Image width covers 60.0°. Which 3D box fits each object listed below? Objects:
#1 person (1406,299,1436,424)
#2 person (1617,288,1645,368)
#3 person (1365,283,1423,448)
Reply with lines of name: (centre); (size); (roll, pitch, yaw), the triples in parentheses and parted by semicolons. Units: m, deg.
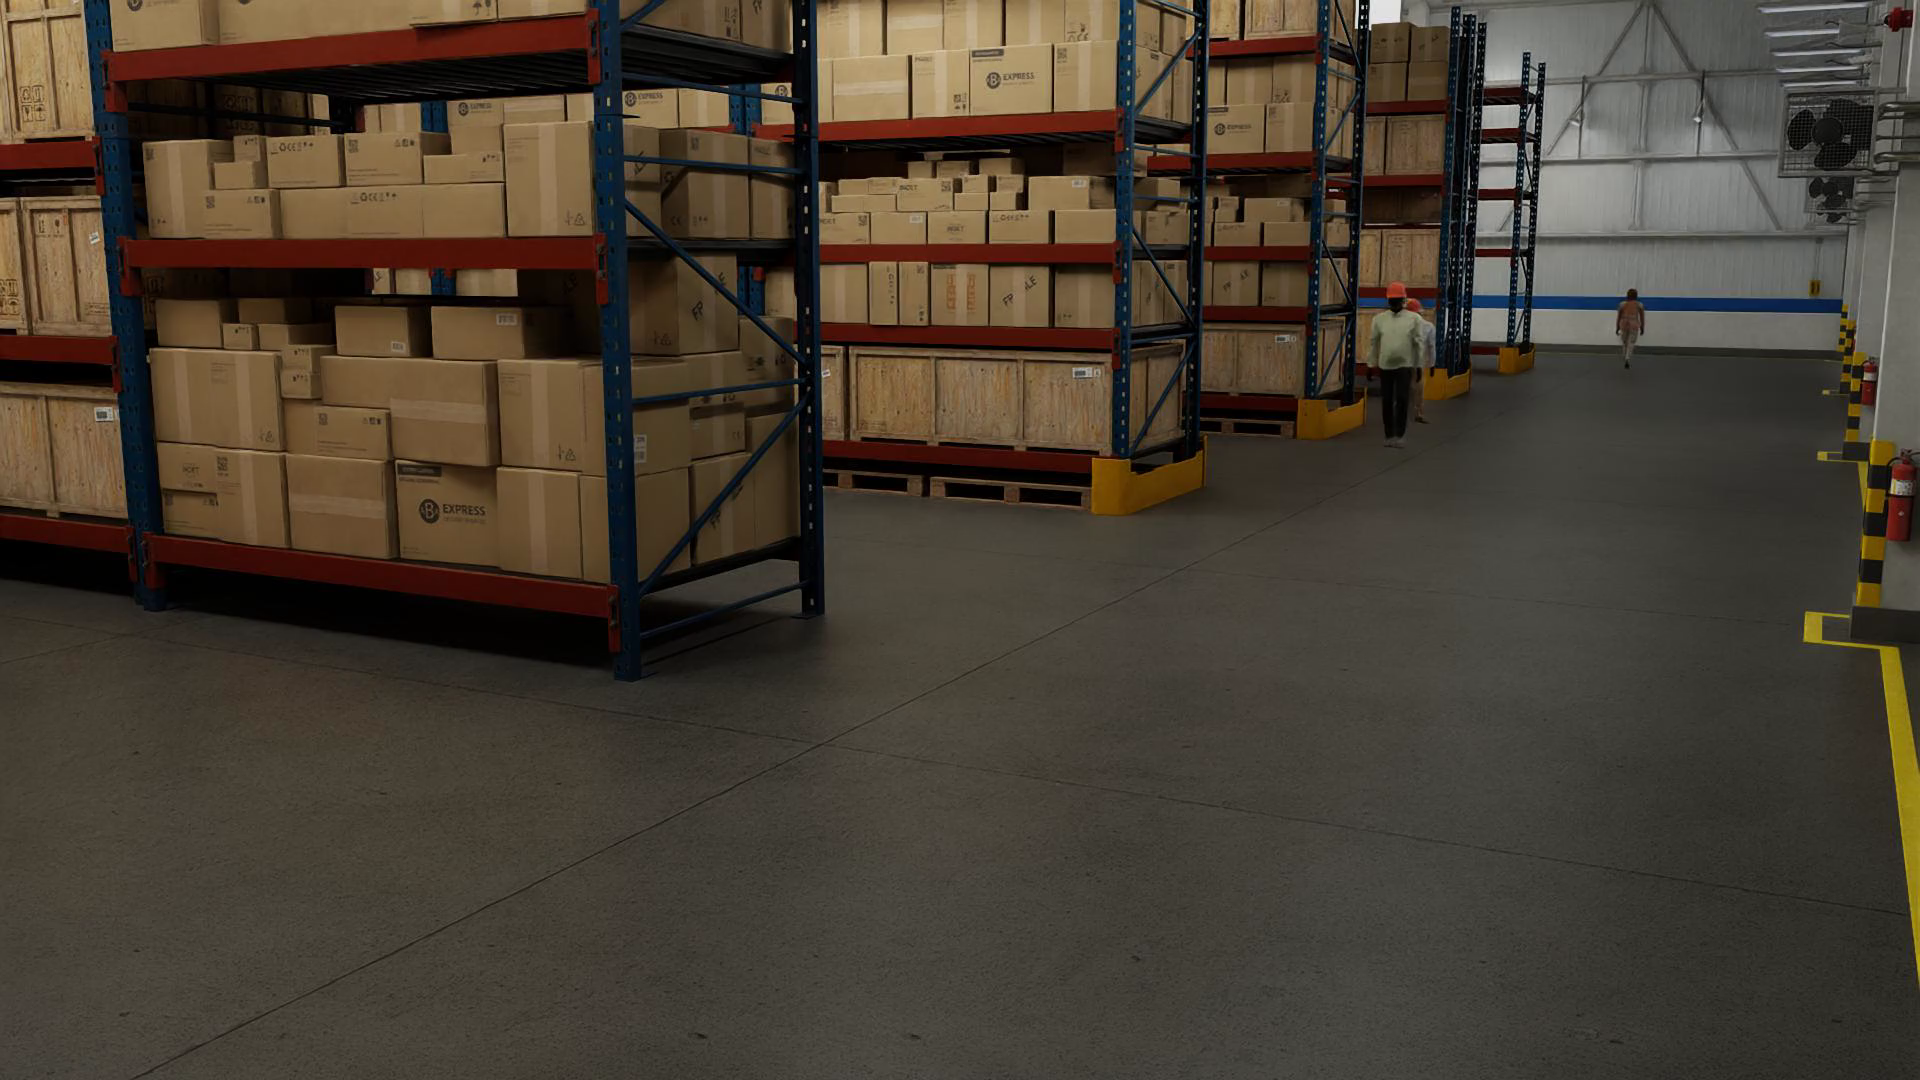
person: (6.113, -2.395, 22.515); (0.637, 1.696, 0.811); (2, 10, 13)
person: (13.623, -4.304, 33.828); (0.528, 1.615, 0.754); (6, 12, 32)
person: (5.164, -2.072, 19.853); (0.664, 1.968, 0.726); (4, 11, 23)
